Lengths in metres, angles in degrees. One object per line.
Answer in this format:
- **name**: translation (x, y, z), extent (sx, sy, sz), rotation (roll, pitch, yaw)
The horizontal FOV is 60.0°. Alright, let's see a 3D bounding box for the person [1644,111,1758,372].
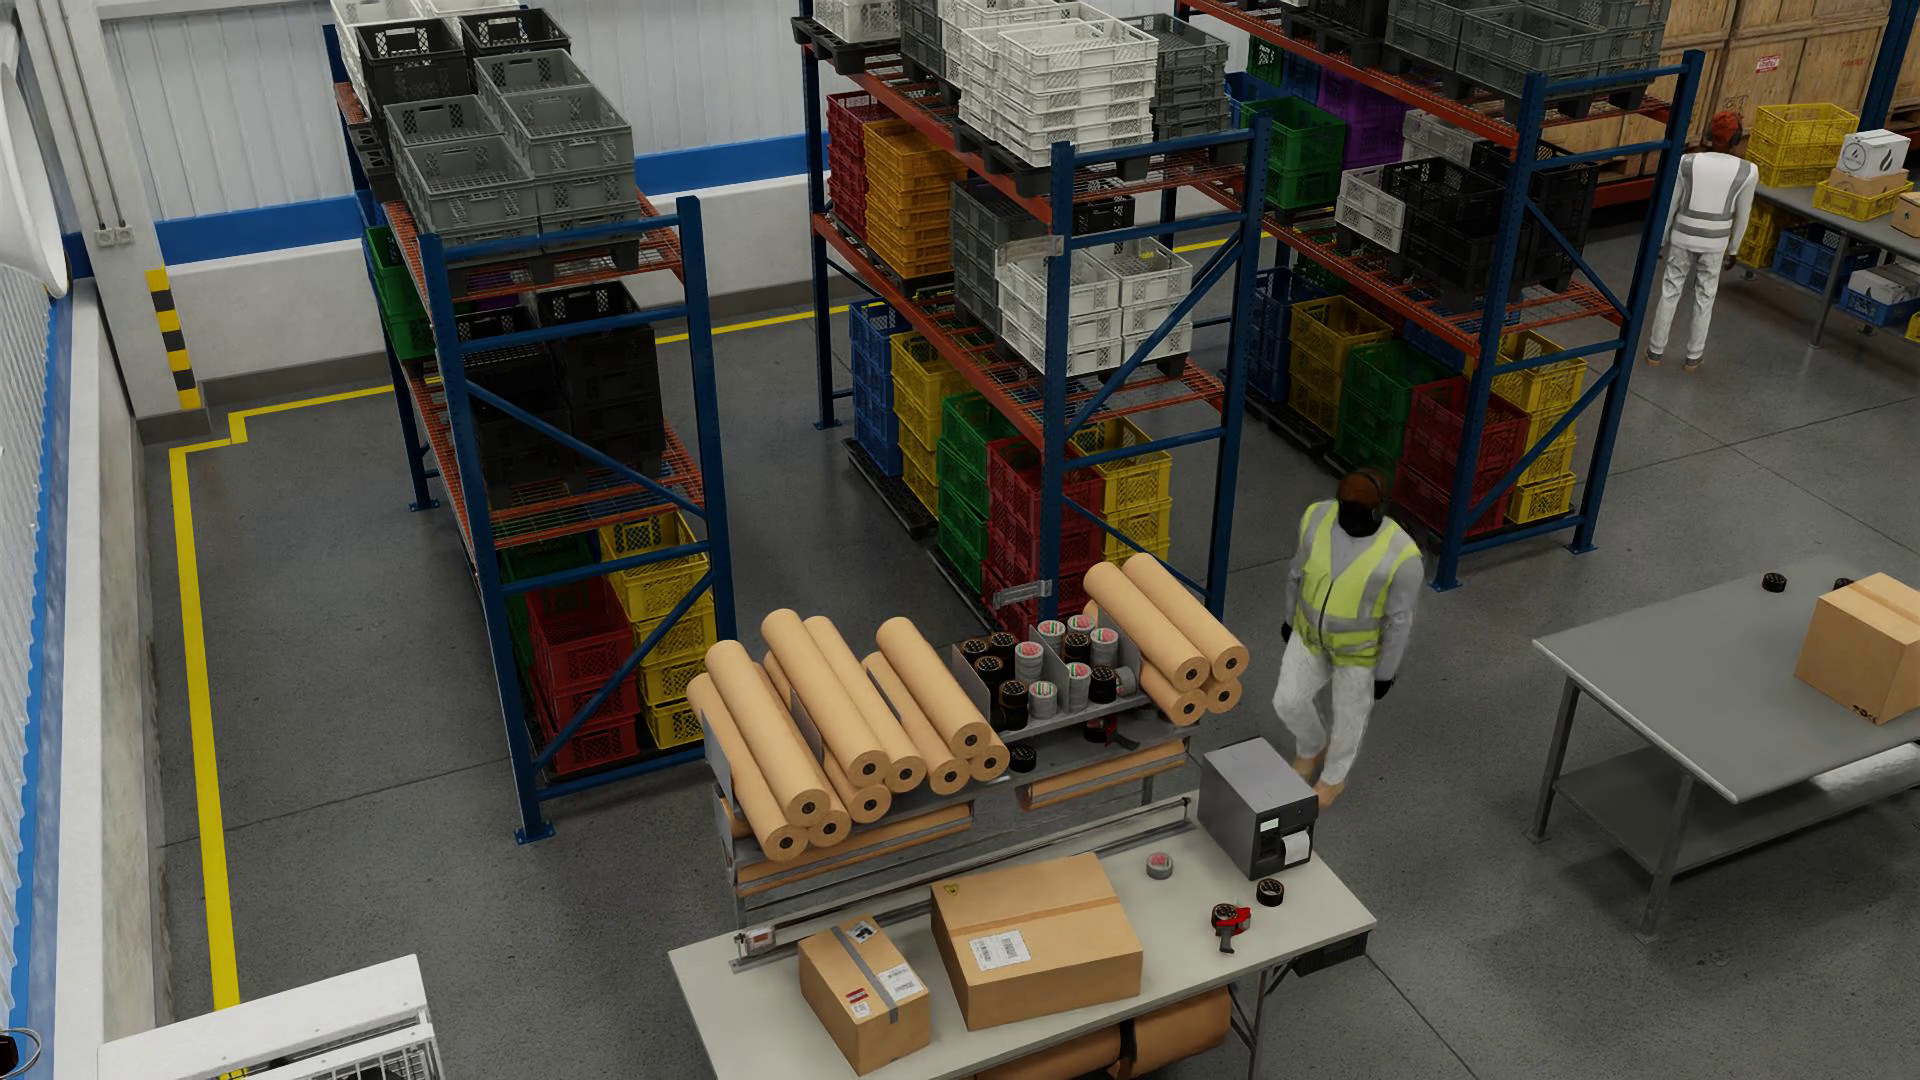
- **person**: translation (5.263, -2.120, 11.861), extent (0.575, 1.884, 0.360), rotation (14, 34, 22)

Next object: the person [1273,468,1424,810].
- **person**: translation (1.758, 0.473, 7.700), extent (0.655, 1.828, 0.451), rotation (25, 39, 34)
